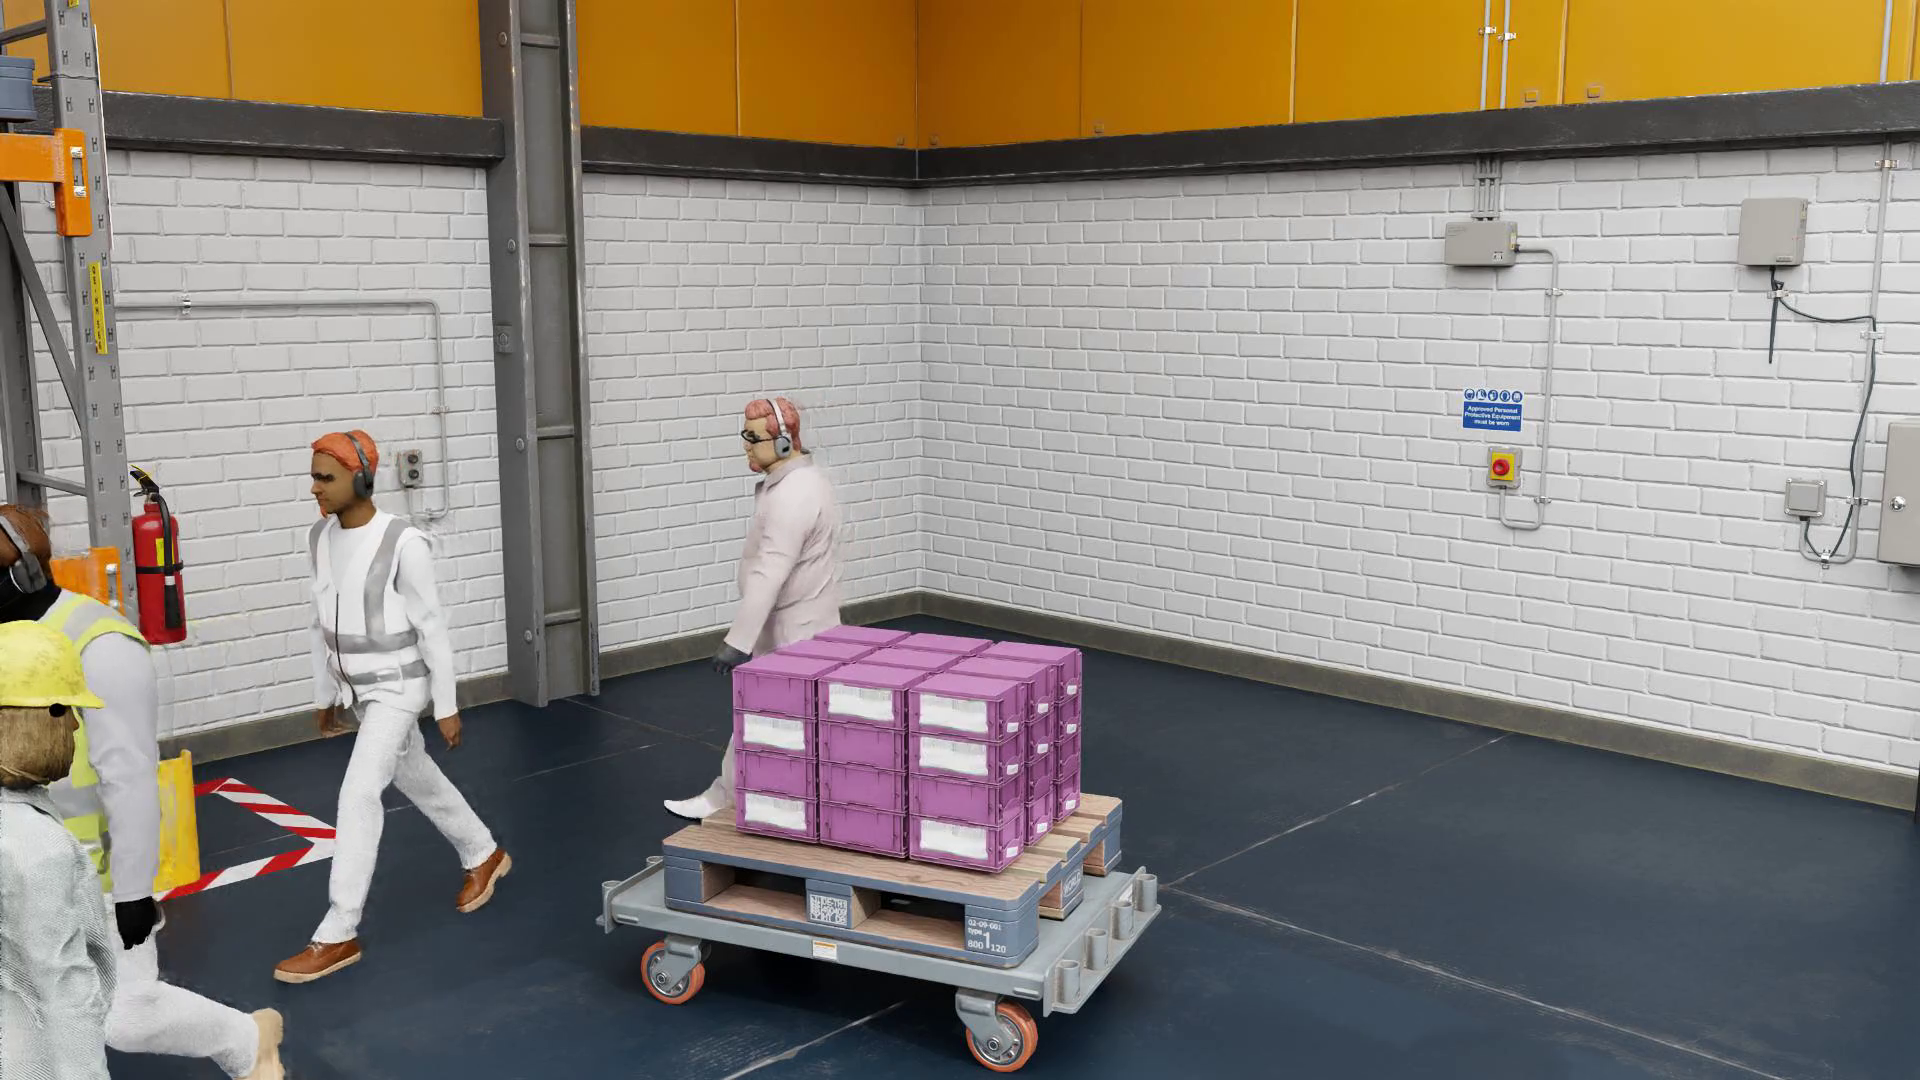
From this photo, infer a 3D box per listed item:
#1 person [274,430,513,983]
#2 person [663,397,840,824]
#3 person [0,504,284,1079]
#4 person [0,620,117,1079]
[{"bbox_3d":[-1.974,0.515,5.826,0.585,1.836,1.009,7,11,35],"label":"person"},{"bbox_3d":[-0.761,0.359,6.666,0.947,1.857,0.655,-1,9,-6],"label":"person"},{"bbox_3d":[-2.155,0.792,4.179,0.666,1.814,0.723,4,10,24],"label":"person"},{"bbox_3d":[-1.694,1.007,3.076,0.483,1.736,0.311,7,11,35],"label":"person"}]
